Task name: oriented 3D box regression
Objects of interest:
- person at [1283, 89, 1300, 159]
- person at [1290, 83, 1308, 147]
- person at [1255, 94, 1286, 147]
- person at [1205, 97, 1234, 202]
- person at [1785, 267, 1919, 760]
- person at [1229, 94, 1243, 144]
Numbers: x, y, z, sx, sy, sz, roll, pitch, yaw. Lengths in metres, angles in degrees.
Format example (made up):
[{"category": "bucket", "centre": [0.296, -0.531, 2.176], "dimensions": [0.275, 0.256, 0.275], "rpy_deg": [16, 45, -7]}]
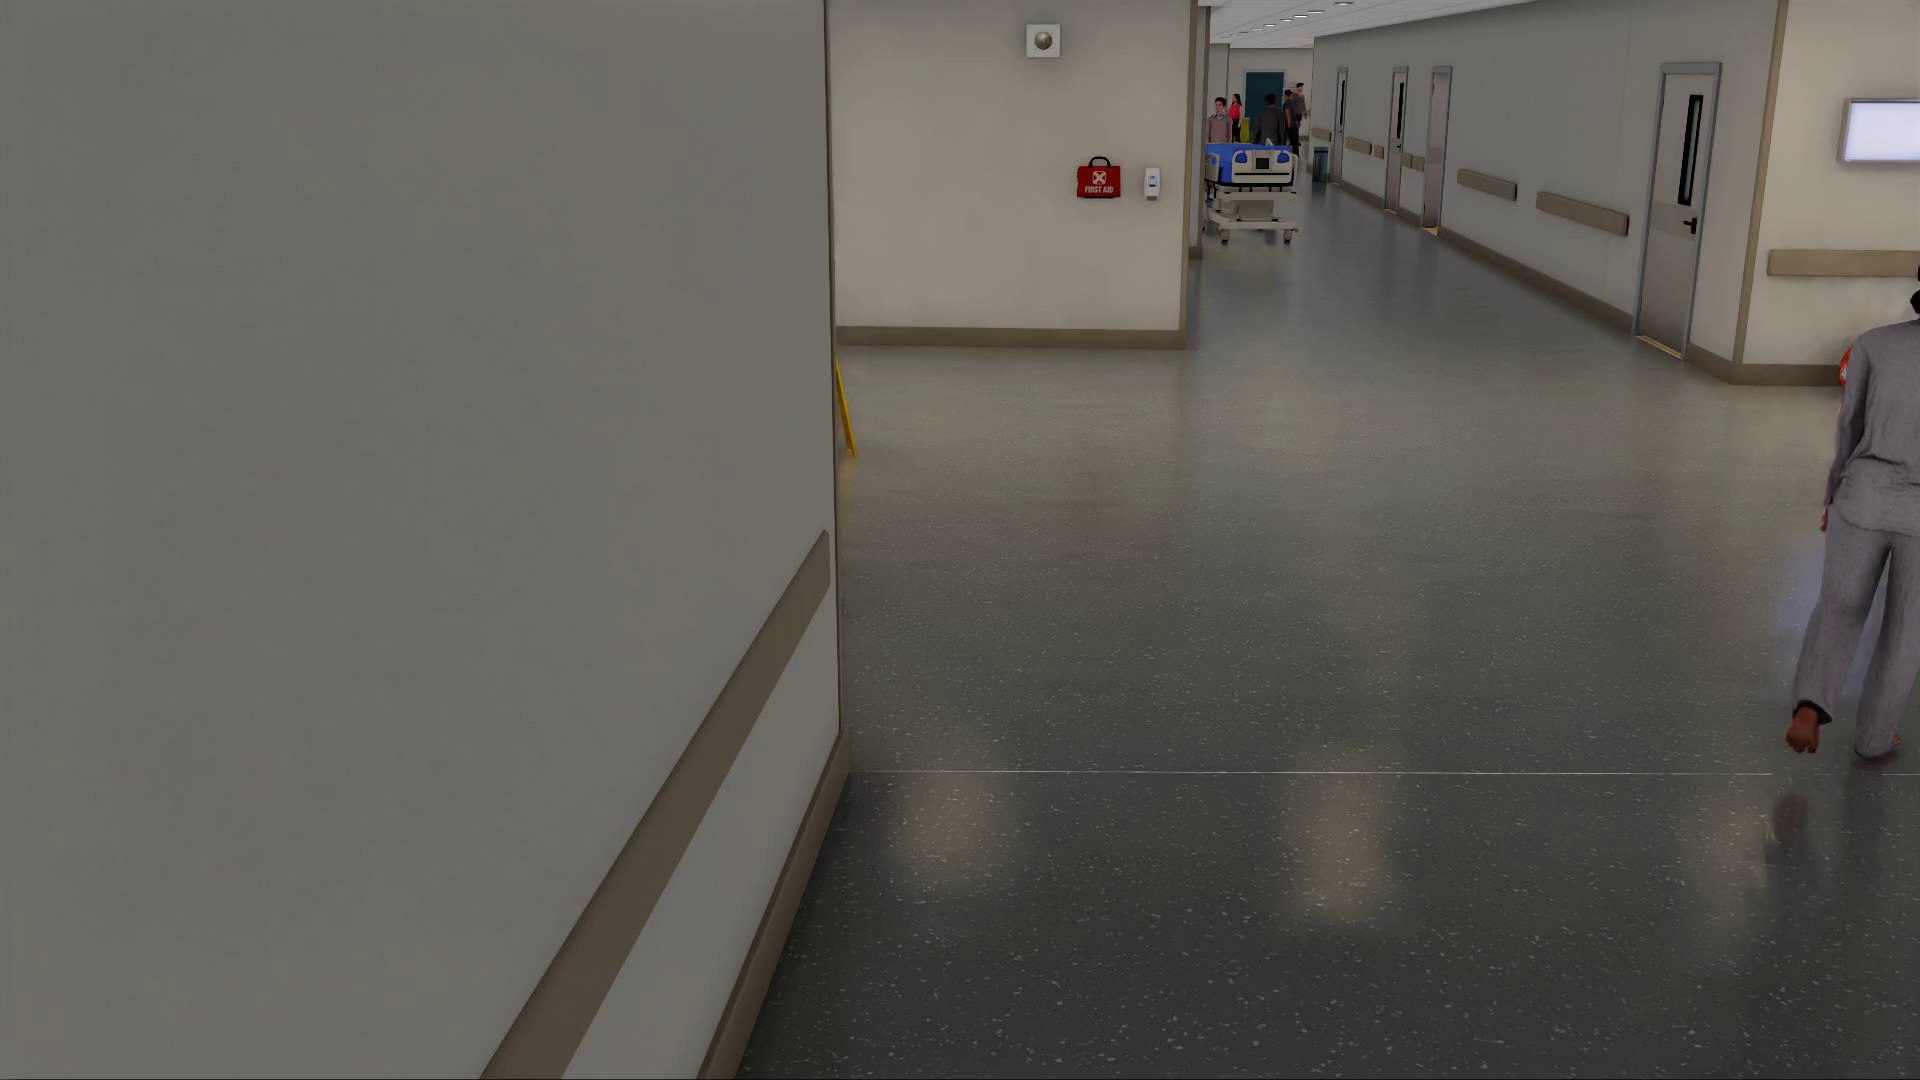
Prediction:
[{"category": "person", "centre": [8.792, -11.002, 44.012], "dimensions": [0.976, 1.772, 0.879], "rpy_deg": [8, 18, 26]}, {"category": "person", "centre": [10.268, -13.044, 51.044], "dimensions": [0.997, 1.887, 1.044], "rpy_deg": [-10, 19, -32]}, {"category": "person", "centre": [5.434, -6.904, 29.343], "dimensions": [0.858, 1.844, 0.921], "rpy_deg": [9, 18, 30]}, {"category": "person", "centre": [4.579, -6.906, 29.420], "dimensions": [0.504, 1.807, 0.711], "rpy_deg": [3, 16, 12]}, {"category": "person", "centre": [2.989, -0.069, 5.343], "dimensions": [0.966, 1.713, 1.004], "rpy_deg": [15, 22, 42]}, {"category": "person", "centre": [7.465, -11.290, 45.242], "dimensions": [0.717, 1.659, 0.654], "rpy_deg": [-13, 20, -39]}]
